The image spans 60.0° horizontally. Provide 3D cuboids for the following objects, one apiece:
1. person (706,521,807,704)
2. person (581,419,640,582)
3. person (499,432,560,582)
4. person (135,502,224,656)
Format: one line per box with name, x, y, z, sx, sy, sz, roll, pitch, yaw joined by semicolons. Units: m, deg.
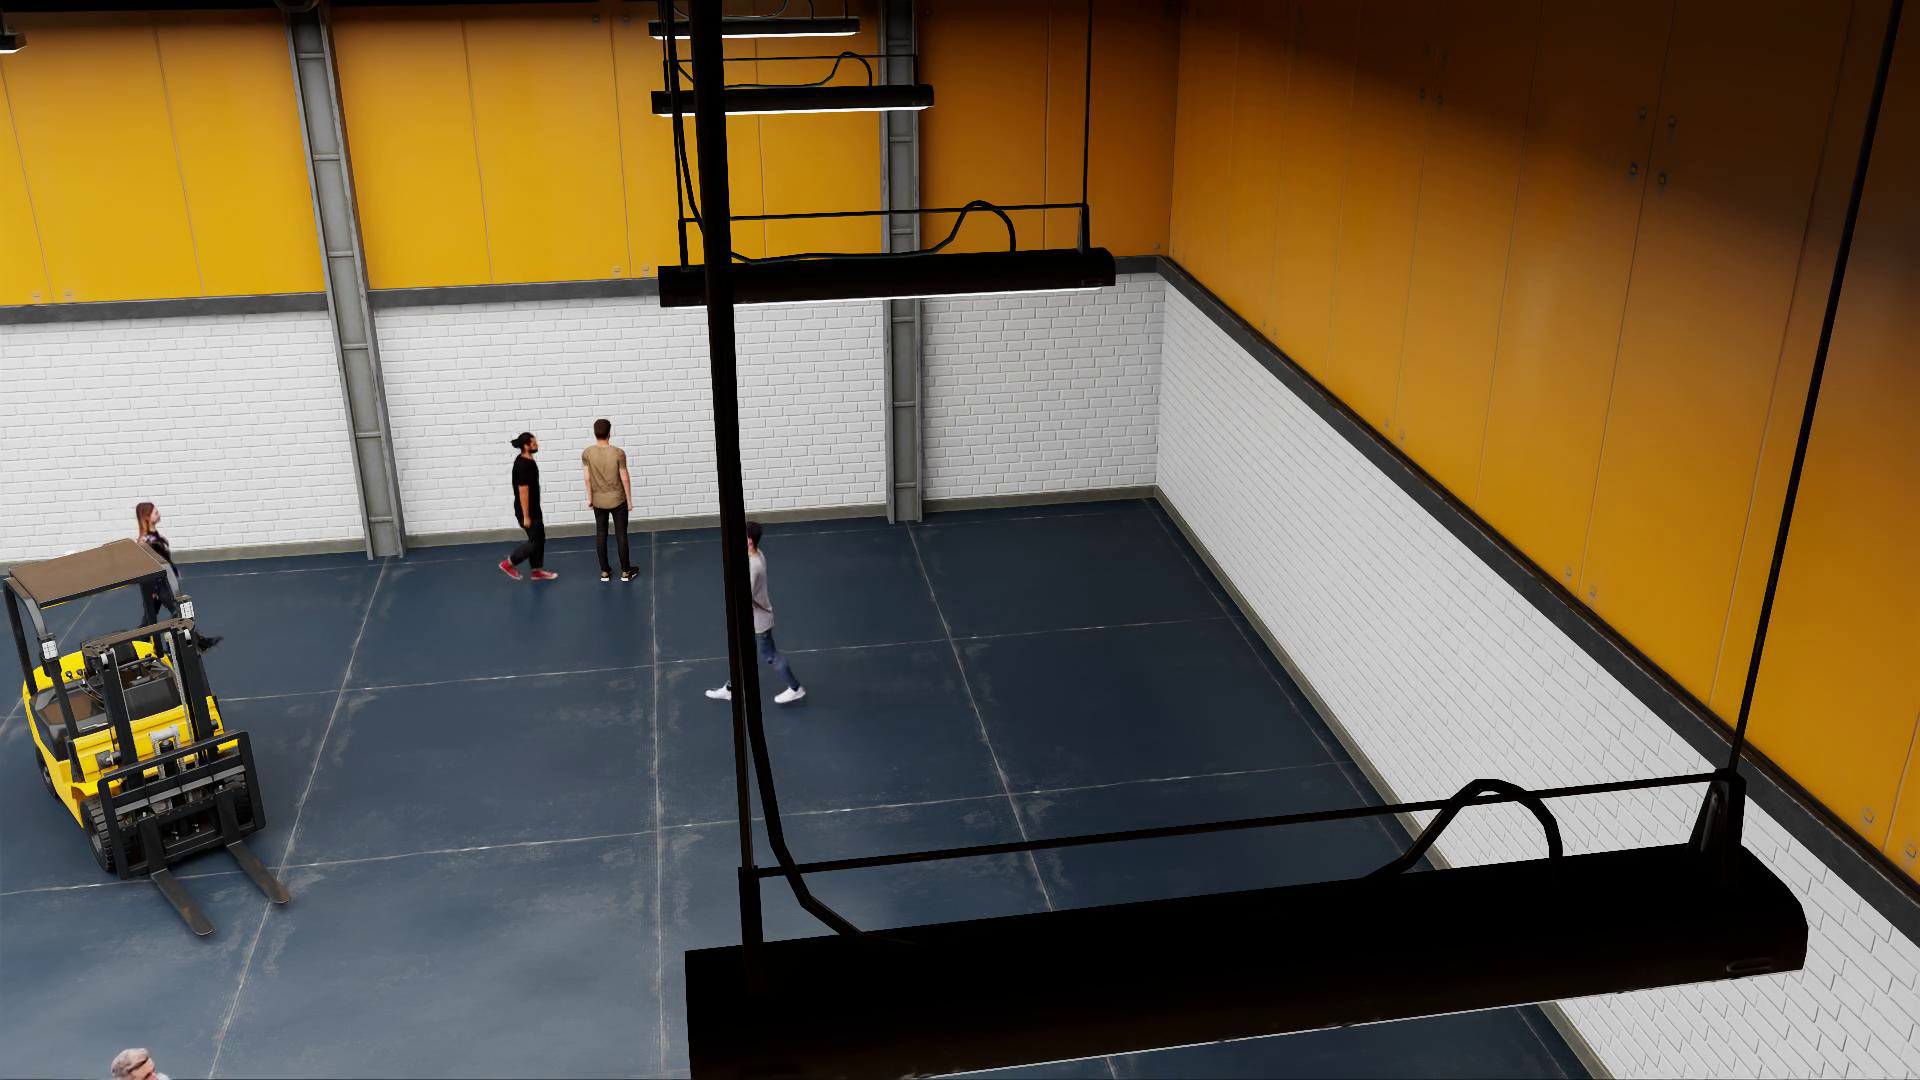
person;-1.821;0.725;15.501;1.170;1.848;0.700;-3;24;-7
person;-3.833;-0.436;18.154;0.606;1.850;0.782;2;24;6
person;-4.756;-0.325;18.038;0.817;1.738;0.648;-6;24;-13
person;-8.022;0.432;16.421;1.059;1.646;0.780;-12;26;-25
